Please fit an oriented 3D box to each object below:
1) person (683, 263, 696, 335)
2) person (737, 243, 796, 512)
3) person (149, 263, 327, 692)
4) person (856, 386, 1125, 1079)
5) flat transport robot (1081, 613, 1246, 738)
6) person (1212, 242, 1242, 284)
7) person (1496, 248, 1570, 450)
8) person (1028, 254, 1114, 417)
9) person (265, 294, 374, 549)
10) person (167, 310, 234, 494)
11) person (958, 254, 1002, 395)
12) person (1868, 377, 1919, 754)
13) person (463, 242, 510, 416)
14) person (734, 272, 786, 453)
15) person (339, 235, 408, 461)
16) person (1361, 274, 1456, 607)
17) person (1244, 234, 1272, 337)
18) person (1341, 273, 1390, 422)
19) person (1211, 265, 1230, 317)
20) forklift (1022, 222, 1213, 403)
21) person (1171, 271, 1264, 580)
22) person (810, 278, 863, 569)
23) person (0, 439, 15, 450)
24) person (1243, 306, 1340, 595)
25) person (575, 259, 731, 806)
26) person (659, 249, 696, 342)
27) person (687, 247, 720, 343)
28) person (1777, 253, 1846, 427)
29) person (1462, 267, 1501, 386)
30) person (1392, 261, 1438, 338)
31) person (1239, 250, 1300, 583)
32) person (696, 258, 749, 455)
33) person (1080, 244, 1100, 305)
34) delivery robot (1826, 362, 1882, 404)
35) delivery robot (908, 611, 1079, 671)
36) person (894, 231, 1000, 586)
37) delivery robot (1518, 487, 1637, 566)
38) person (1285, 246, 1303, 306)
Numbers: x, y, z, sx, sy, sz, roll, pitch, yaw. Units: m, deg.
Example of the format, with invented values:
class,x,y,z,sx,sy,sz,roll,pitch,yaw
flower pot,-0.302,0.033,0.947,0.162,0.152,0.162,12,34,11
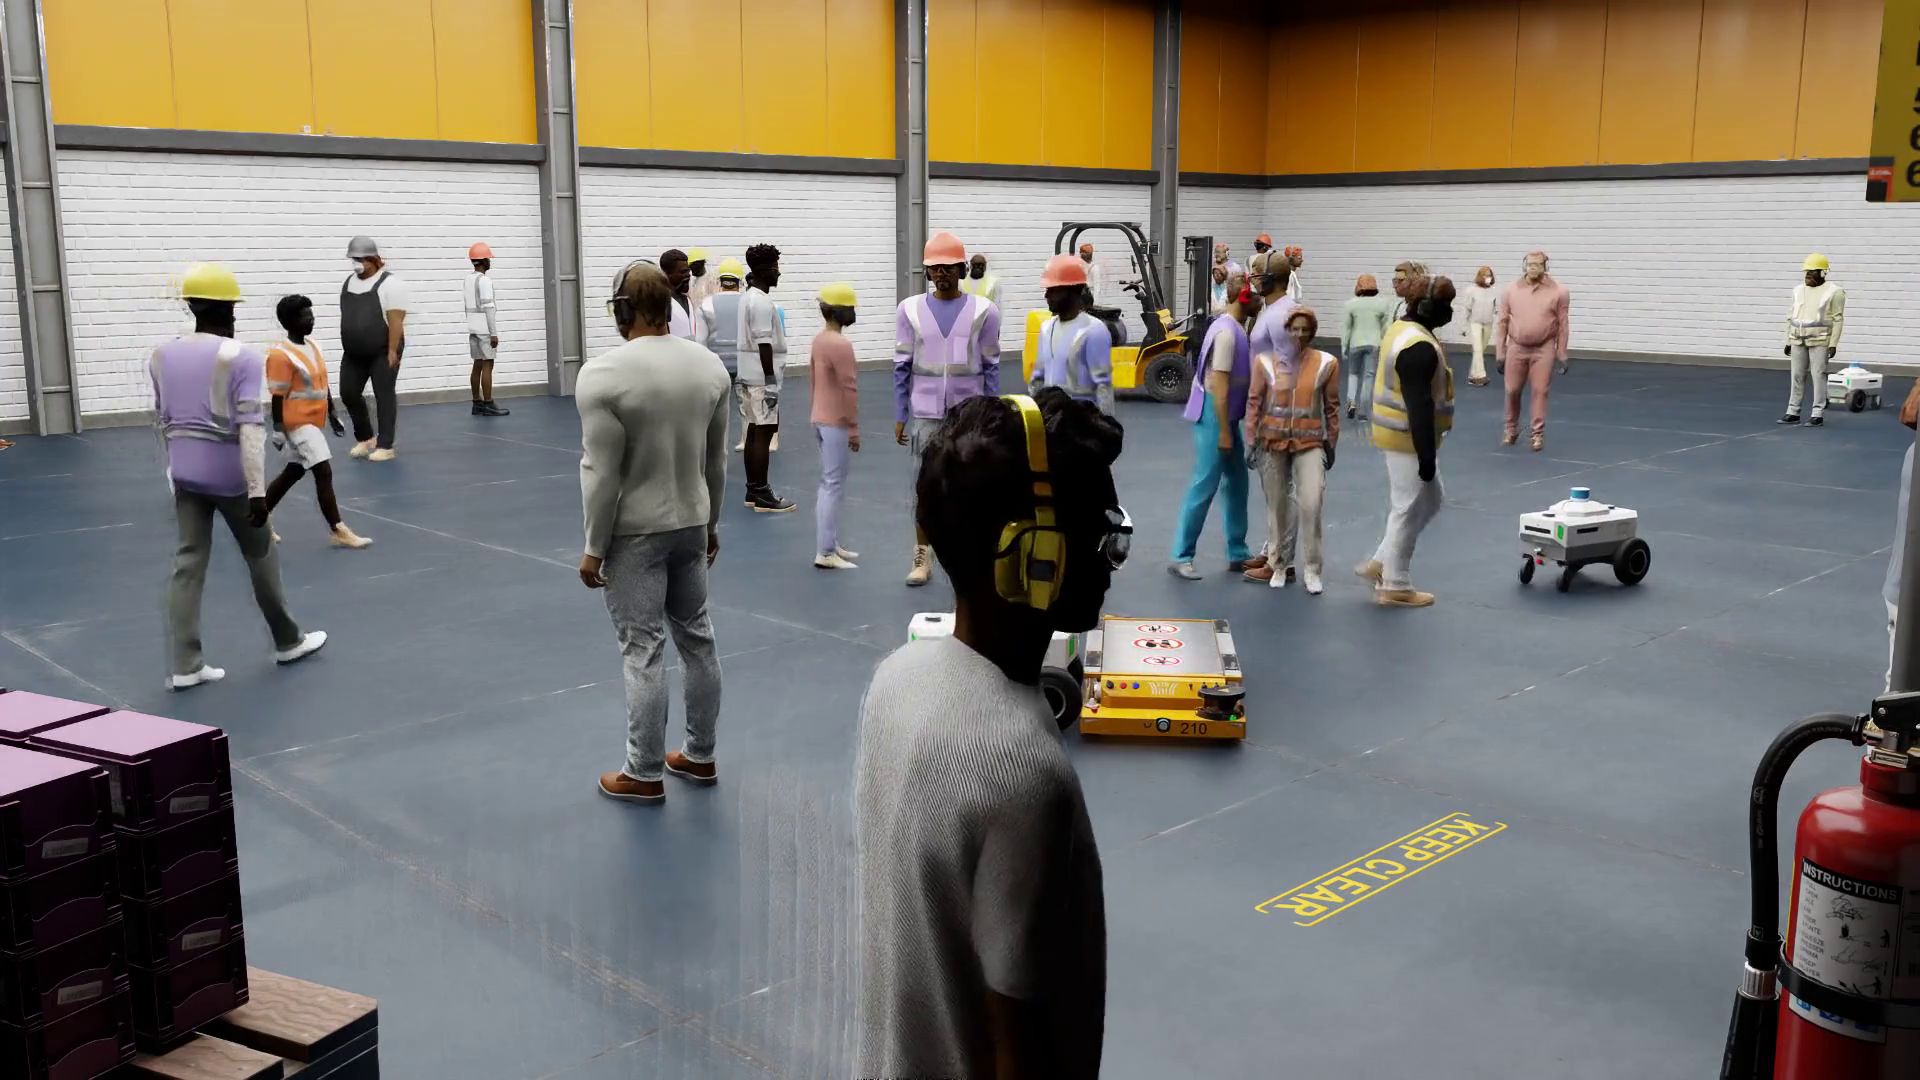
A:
class,x,y,z,sx,sy,sz,roll,pitch,yaw
person,-3.545,-2.768,21.382,0.299,1.772,0.525,-5,12,-26
person,-1.448,-1.189,12.238,0.368,1.963,0.602,-4,11,-19
person,-3.328,-0.304,7.611,0.636,1.888,0.903,3,11,16
person,0.036,0.750,1.977,0.394,1.860,0.552,-4,11,-20
flat transport robot,0.877,0.566,7.288,0.652,0.197,1.431,1,10,6
person,3.938,-3.552,25.267,0.643,1.913,0.410,7,13,35
person,5.420,-1.802,15.775,0.666,1.915,0.412,5,11,24
person,0.554,-0.627,9.321,0.740,1.912,0.555,-5,12,-27
person,-4.295,-0.764,10.765,0.879,1.657,0.533,0,10,2
person,-5.559,-1.088,12.318,0.636,1.727,0.493,3,11,17
person,0.220,-2.681,20.870,0.628,1.794,0.953,2,11,13
person,3.141,0.233,5.378,0.282,1.636,0.500,4,11,20
person,-5.346,-2.362,18.690,0.343,1.942,0.552,-9,14,-42
person,-1.882,-1.658,15.518,0.529,1.697,0.321,3,11,18
person,-5.314,-1.733,14.996,0.703,2.000,0.535,3,11,15
person,2.448,-0.519,8.987,0.442,1.819,0.649,2,11,8
person,5.126,-4.173,28.318,0.605,2.034,0.388,10,14,43
person,4.406,-2.091,18.114,0.493,1.618,0.369,2,11,13
person,3.388,-2.789,21.852,0.512,1.638,0.312,3,11,13
forklift,1.935,-2.847,20.651,2.313,2.155,1.214,2,11,13
person,1.584,-0.675,9.879,0.621,1.814,0.588,3,11,18
person,-0.746,-0.712,10.190,0.327,1.768,0.532,-4,11,-23
person,-9.259,-1.789,15.765,0.328,1.872,0.515,-3,11,-16
person,1.871,-0.502,9.415,0.533,1.621,0.559,2,11,12
person,-1.095,-0.022,5.945,0.372,1.940,0.632,9,14,40
person,-2.137,-1.199,12.412,0.381,1.918,0.596,2,11,10
person,-3.032,-2.676,20.590,0.850,1.883,0.634,-7,12,-34
person,9.029,-2.117,17.654,0.403,1.830,0.598,-6,12,-29
person,7.025,-2.840,22.242,0.515,1.589,0.868,-2,11,-9
person,3.430,-1.211,12.731,0.519,1.822,0.541,-3,11,-15
person,1.839,-0.715,9.728,0.349,1.935,0.635,1,10,6
person,-1.944,-1.486,14.215,0.603,1.830,0.404,-1,10,-7
person,2.030,-3.790,26.633,0.356,1.887,0.573,-5,11,-23
delivery robot,10.337,-1.817,19.252,0.707,0.478,0.477,-6,12,-30
delivery robot,0.142,0.437,6.959,0.707,0.478,0.477,1,10,5
person,-0.078,-0.740,9.573,0.615,2.042,0.374,1,10,4
delivery robot,3.596,-0.062,9.683,0.707,0.478,0.477,-6,12,-30
person,4.247,-2.845,21.493,0.342,1.880,0.579,3,11,15
